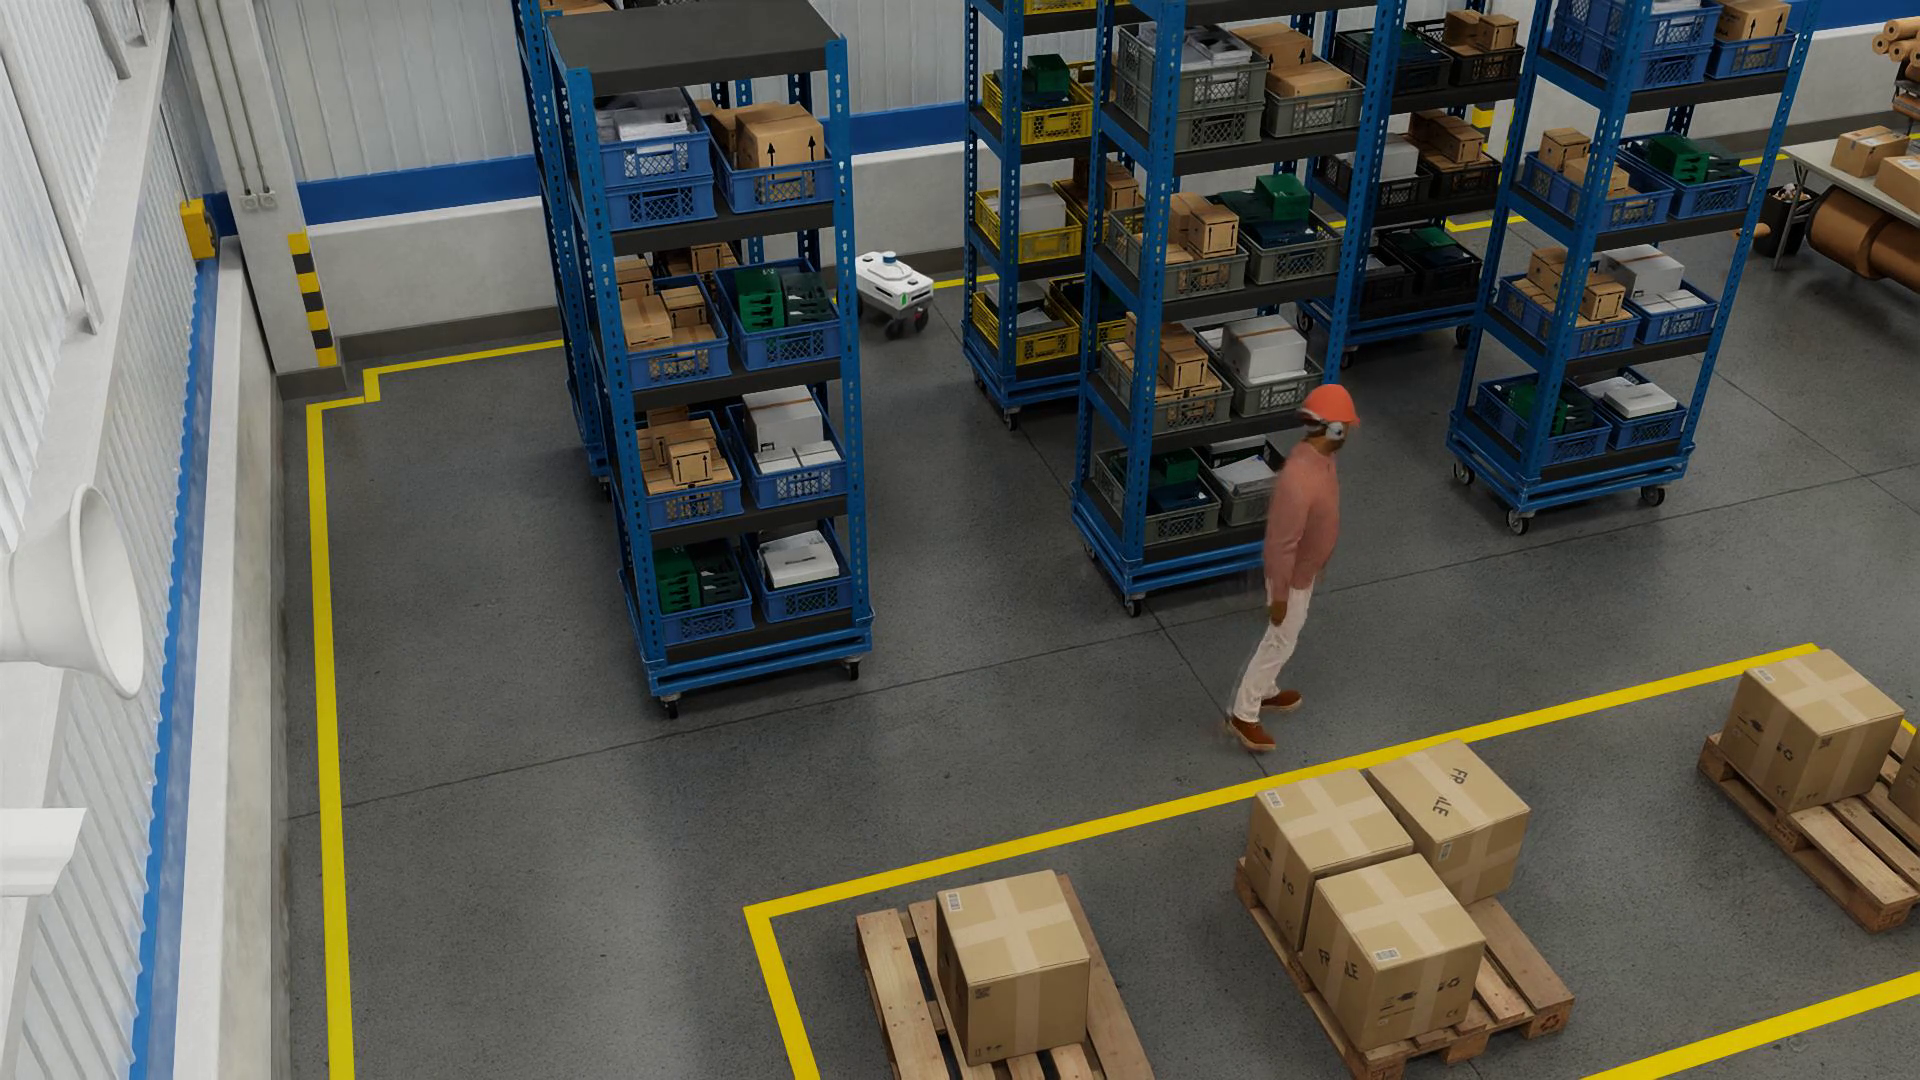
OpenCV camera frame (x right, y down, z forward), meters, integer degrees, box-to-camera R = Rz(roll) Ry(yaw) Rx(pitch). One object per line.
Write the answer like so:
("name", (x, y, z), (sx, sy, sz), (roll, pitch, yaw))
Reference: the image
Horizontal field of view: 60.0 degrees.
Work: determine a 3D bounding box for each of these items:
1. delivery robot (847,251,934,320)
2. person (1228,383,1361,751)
("delivery robot", (-0.522, -1.919, 12.430), (0.477, 0.478, 0.707), (-28, 44, -34))
("person", (1.694, 0.138, 8.396), (0.388, 1.956, 0.709), (13, 37, 18))
